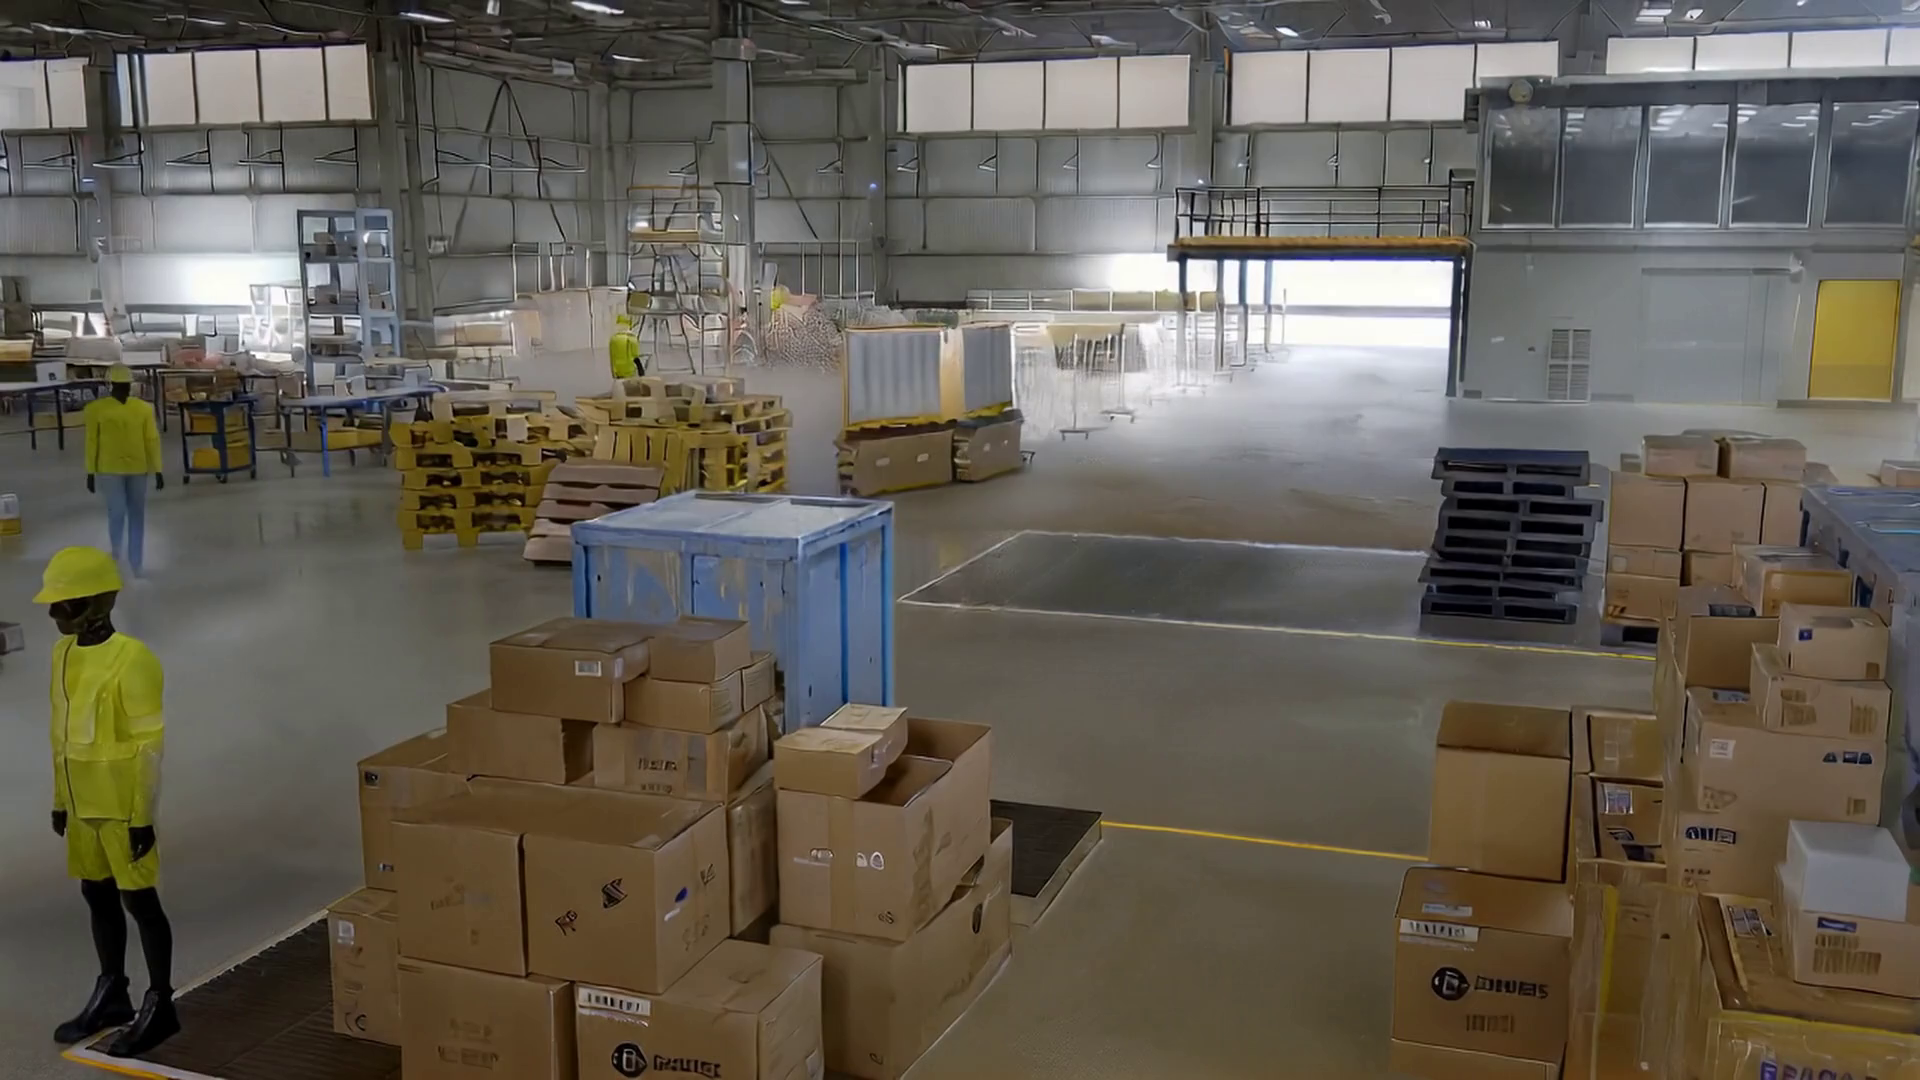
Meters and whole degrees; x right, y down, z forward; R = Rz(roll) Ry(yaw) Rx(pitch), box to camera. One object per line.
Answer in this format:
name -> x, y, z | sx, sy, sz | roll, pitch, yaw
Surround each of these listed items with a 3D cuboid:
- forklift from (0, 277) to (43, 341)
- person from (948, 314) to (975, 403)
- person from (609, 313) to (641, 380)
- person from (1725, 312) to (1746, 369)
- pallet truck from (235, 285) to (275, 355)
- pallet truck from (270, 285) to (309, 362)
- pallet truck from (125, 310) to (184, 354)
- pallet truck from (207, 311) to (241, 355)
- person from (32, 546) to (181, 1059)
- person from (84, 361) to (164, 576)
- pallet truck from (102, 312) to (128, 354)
forklift -> -27.151, -6.329, 46.328 | 1.157, 1.987, 2.680 | 3, 11, 17
person -> 0.037, -3.475, 31.928 | 0.506, 1.698, 0.875 | 4, 11, 21
person -> -5.364, -2.675, 26.789 | 0.543, 1.939, 0.362 | 4, 11, 21
person -> 18.269, -4.720, 39.172 | 0.497, 1.625, 0.287 | 6, 12, 31
pallet truck -> -18.327, -5.835, 44.421 | 0.823, 1.965, 1.885 | 4, 11, 23
pallet truck -> -17.147, -5.700, 43.663 | 0.823, 1.965, 1.885 | 3, 11, 17
pallet truck -> -22.038, -5.665, 45.457 | 0.704, 1.261, 1.522 | 3, 11, 17
pallet truck -> -19.537, -5.575, 44.913 | 0.653, 1.274, 1.630 | 3, 11, 19
person -> -3.213, 0.975, 6.239 | 0.545, 1.939, 0.354 | 5, 11, 25
person -> -7.648, -0.647, 15.257 | 0.649, 1.972, 0.535 | -9, 13, -41
pallet truck -> -23.057, -5.777, 46.261 | 0.680, 1.201, 1.601 | 3, 11, 19
